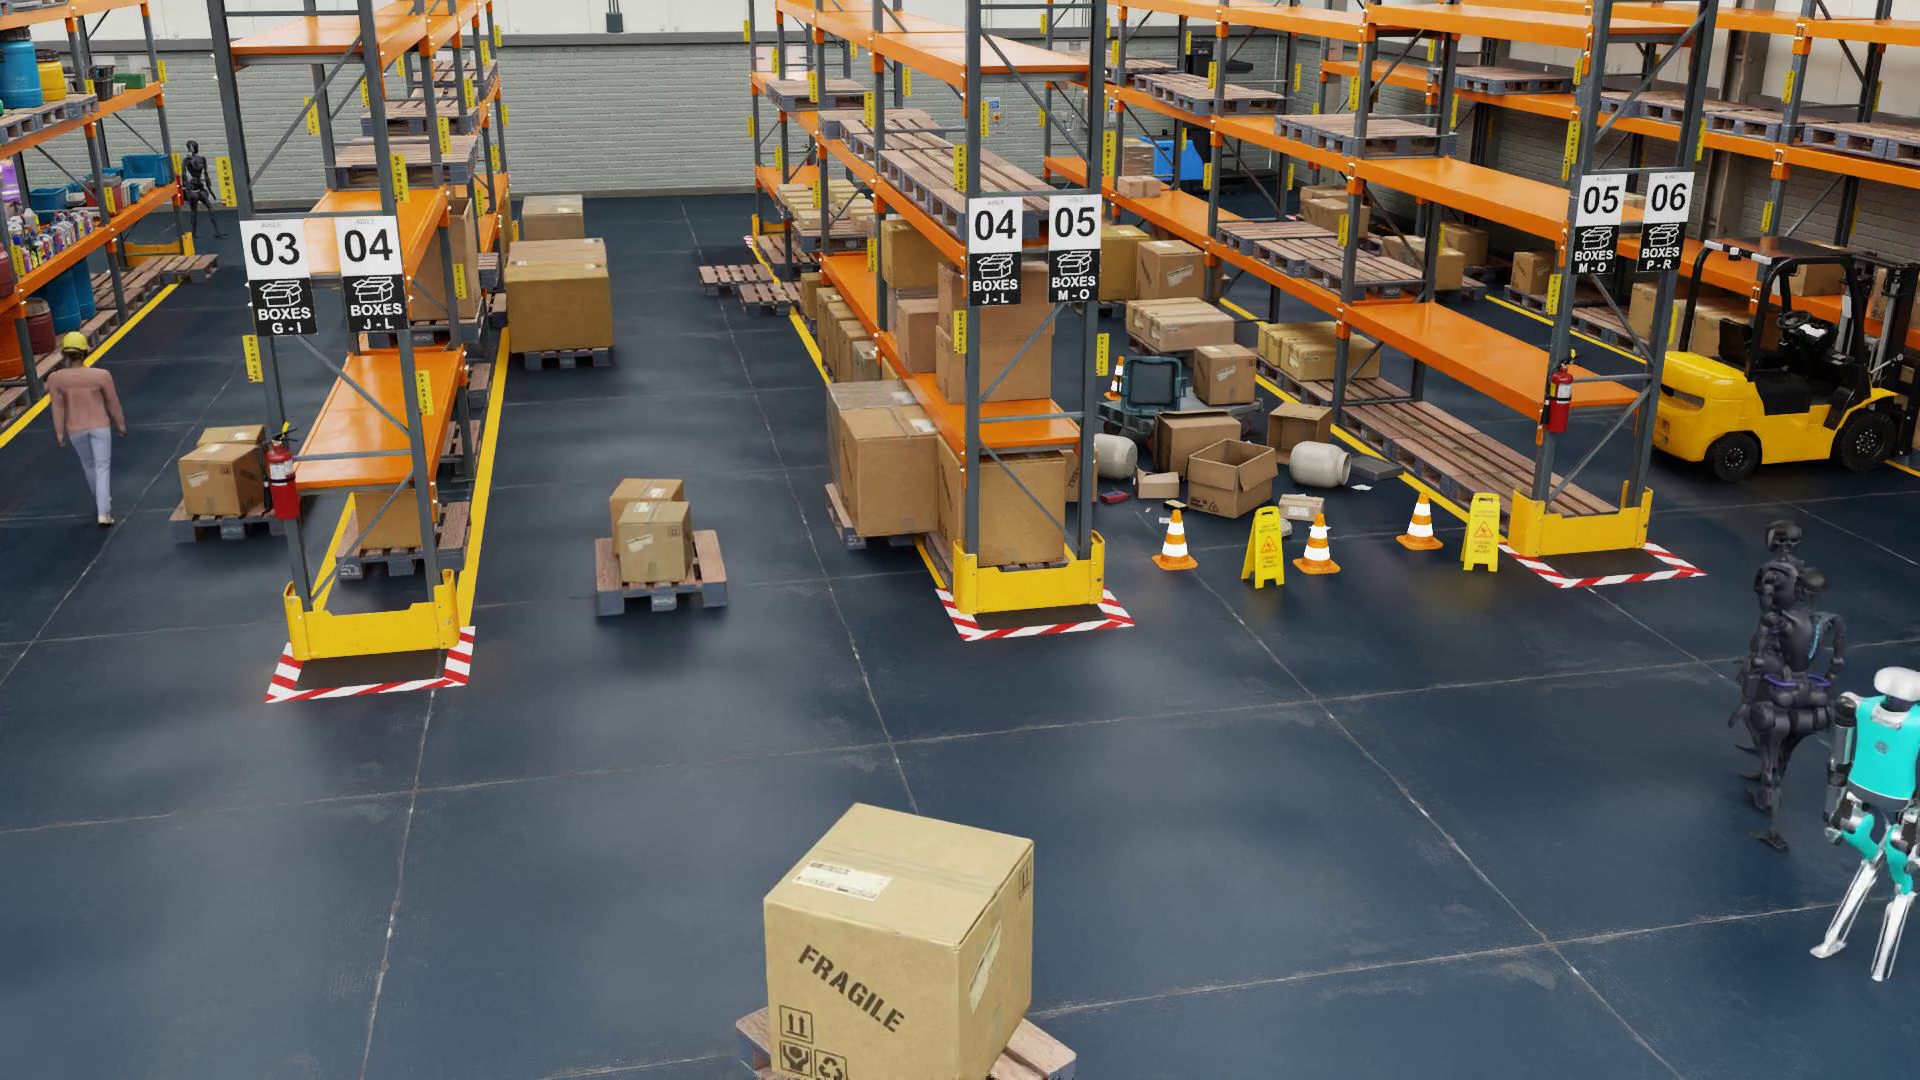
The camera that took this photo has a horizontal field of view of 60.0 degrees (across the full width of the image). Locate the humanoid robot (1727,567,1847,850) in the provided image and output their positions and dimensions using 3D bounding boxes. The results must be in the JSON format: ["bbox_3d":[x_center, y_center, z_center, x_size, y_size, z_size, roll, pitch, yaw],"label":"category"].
[{"bbox_3d":[4.819,0.939,9.712,0.608,1.626,0.718,-2,20,-4],"label":"humanoid robot"}]

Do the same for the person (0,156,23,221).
[{"bbox_3d":[-15.356,-5.482,26.928,0.348,1.687,0.492,15,25,36],"label":"person"}]

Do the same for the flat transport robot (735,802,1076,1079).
[{"bbox_3d":[-0.263,2.503,7.464,1.431,0.231,0.659,-17,26,-39],"label":"flat transport robot"}]

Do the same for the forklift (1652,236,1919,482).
[{"bbox_3d":[8.013,-1.814,16.330,2.313,2.155,1.214,-4,21,-12],"label":"forklift"}]

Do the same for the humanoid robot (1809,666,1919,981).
[{"bbox_3d":[4.644,1.414,8.315,0.710,1.805,0.532,-16,26,-37],"label":"humanoid robot"}]

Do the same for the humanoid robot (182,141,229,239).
[{"bbox_3d":[-12.862,-5.918,28.140,0.648,1.633,0.585,7,21,18],"label":"humanoid robot"}]

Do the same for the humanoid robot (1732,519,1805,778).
[{"bbox_3d":[5.102,0.672,10.376,0.414,1.638,0.589,15,25,36],"label":"humanoid robot"}]

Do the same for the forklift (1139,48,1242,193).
[{"bbox_3d":[4.566,-8.313,32.860,1.873,2.768,1.129,-4,21,-12],"label":"forklift"}]

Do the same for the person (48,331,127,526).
[{"bbox_3d":[-7.751,-1.002,14.812,0.541,1.719,0.906,-5,21,-14],"label":"person"}]
